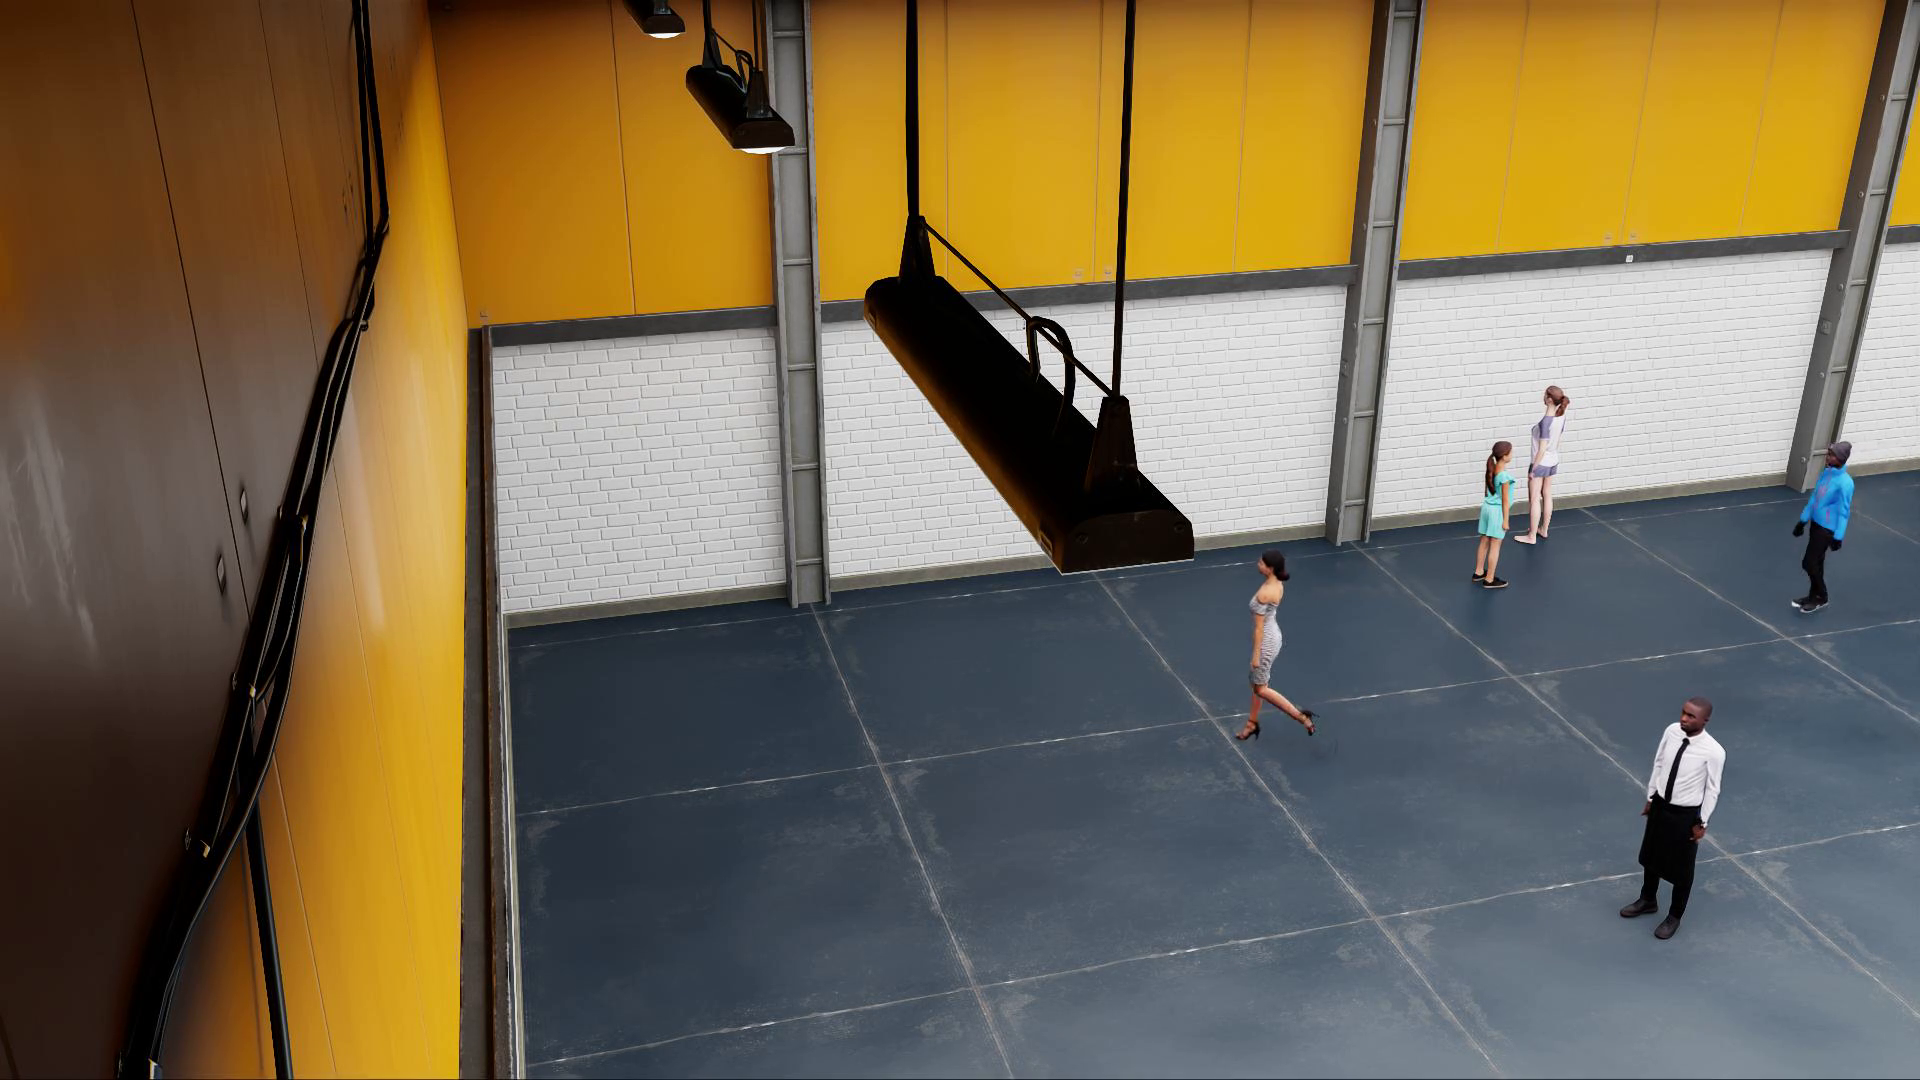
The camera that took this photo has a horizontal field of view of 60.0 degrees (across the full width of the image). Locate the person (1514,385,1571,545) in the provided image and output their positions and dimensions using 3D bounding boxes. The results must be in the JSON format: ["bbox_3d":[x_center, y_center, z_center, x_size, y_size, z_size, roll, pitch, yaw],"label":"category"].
[{"bbox_3d":[6.302,-0.823,17.960,0.626,1.767,0.726,-20,30,-38],"label":"person"}]

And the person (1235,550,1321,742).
[{"bbox_3d":[2.644,0.936,13.892,1.027,1.802,0.924,10,26,22],"label":"person"}]

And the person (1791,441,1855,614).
[{"bbox_3d":[8.584,-0.118,16.329,0.675,1.781,0.680,1,24,1],"label":"person"}]

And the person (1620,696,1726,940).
[{"bbox_3d":[5.030,1.902,11.638,0.638,1.836,0.697,-14,27,-29],"label":"person"}]

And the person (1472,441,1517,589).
[{"bbox_3d":[5.462,-0.277,16.972,0.532,1.558,0.541,-7,24,-15],"label":"person"}]
